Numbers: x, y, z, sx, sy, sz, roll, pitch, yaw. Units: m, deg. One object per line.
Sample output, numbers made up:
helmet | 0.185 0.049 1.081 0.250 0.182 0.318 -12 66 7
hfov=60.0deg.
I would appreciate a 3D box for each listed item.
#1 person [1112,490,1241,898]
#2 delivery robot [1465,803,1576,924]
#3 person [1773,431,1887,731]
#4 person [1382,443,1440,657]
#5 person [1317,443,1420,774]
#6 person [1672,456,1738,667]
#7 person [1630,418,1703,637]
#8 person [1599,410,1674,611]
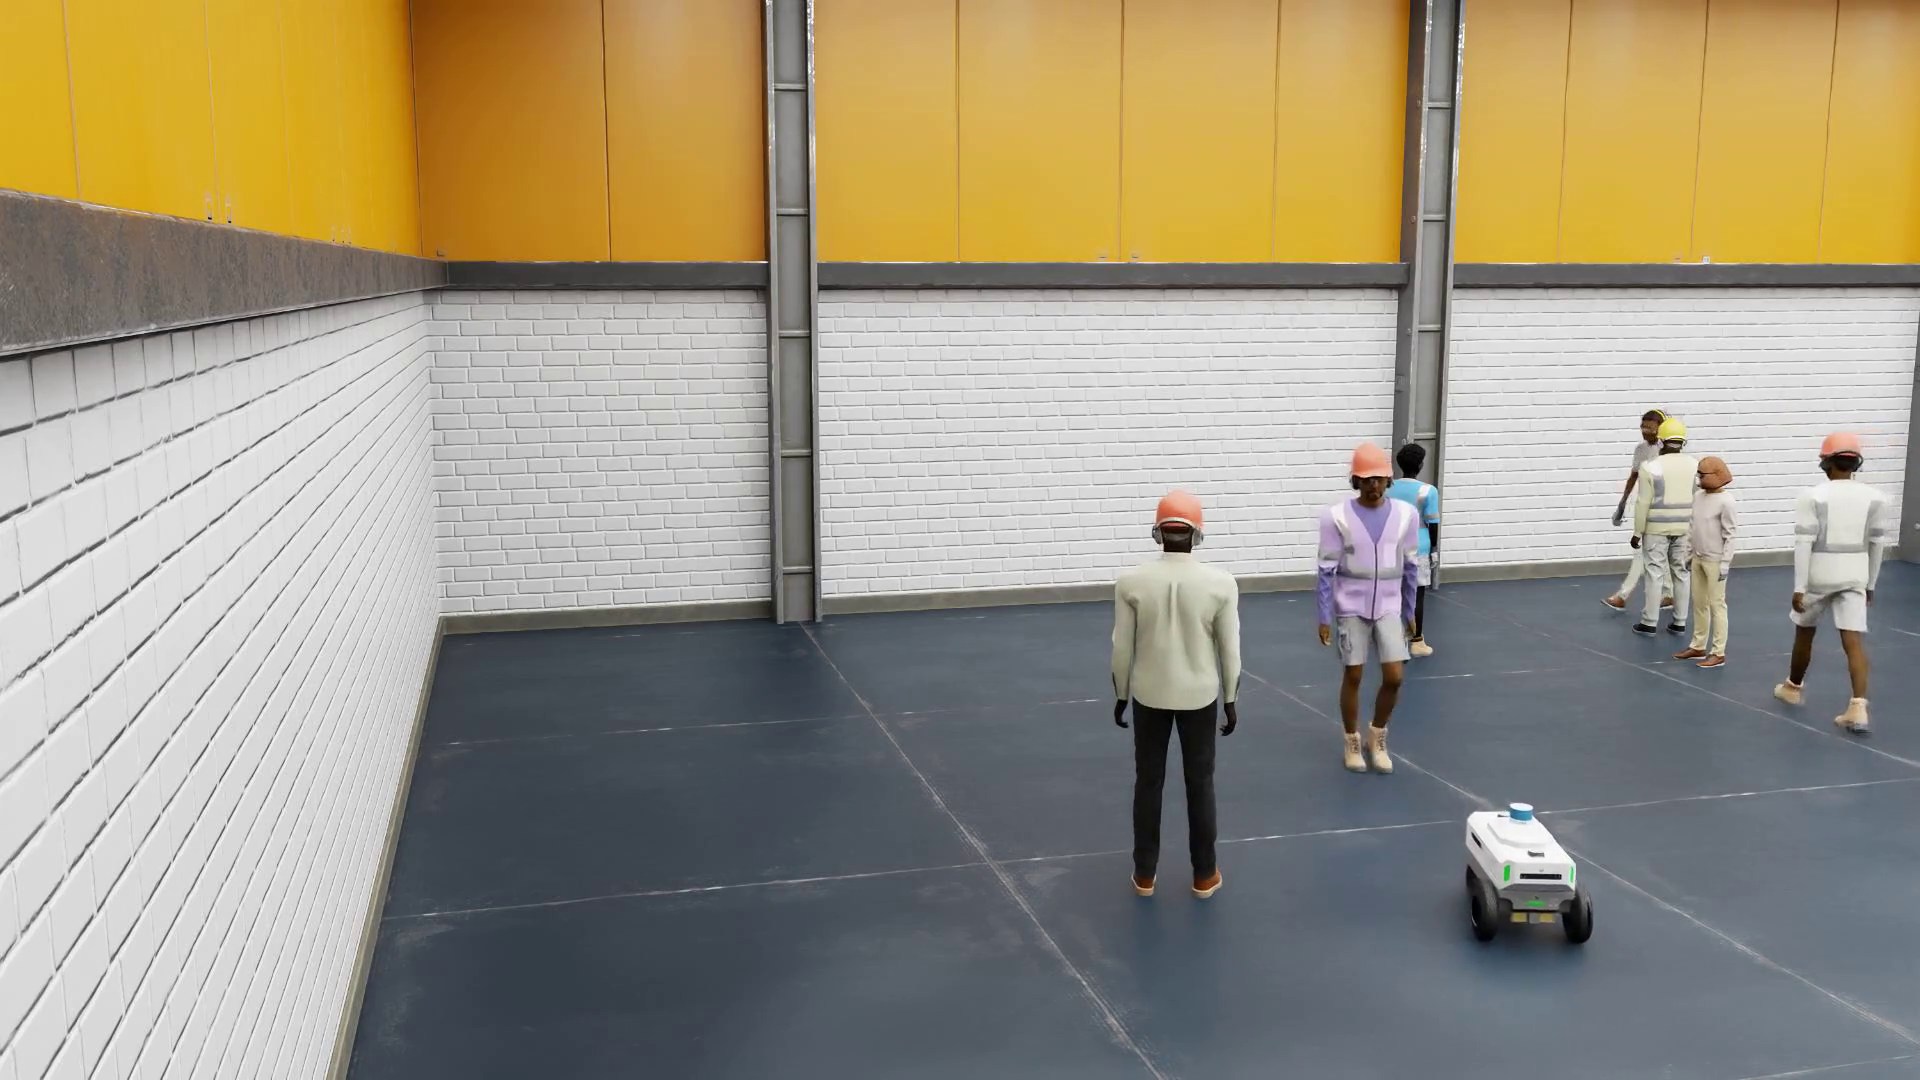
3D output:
person | 1.051 0.748 8.099 0.622 1.990 0.402 2 9 10
delivery robot | 2.607 1.473 7.758 0.477 0.478 0.707 0 9 3
person | 5.920 0.257 11.240 0.616 1.982 1.068 1 9 4
person | 3.548 0.080 13.192 0.541 1.696 0.315 8 12 40
person | 2.460 0.427 10.005 0.631 2.020 0.540 0 9 0
person | 5.783 0.164 12.862 0.280 1.631 0.504 -1 9 -9
person | 5.898 -0.101 13.897 0.588 1.834 0.403 -1 9 -5
person | 6.118 -0.255 14.883 0.926 1.819 0.528 -2 9 -14
